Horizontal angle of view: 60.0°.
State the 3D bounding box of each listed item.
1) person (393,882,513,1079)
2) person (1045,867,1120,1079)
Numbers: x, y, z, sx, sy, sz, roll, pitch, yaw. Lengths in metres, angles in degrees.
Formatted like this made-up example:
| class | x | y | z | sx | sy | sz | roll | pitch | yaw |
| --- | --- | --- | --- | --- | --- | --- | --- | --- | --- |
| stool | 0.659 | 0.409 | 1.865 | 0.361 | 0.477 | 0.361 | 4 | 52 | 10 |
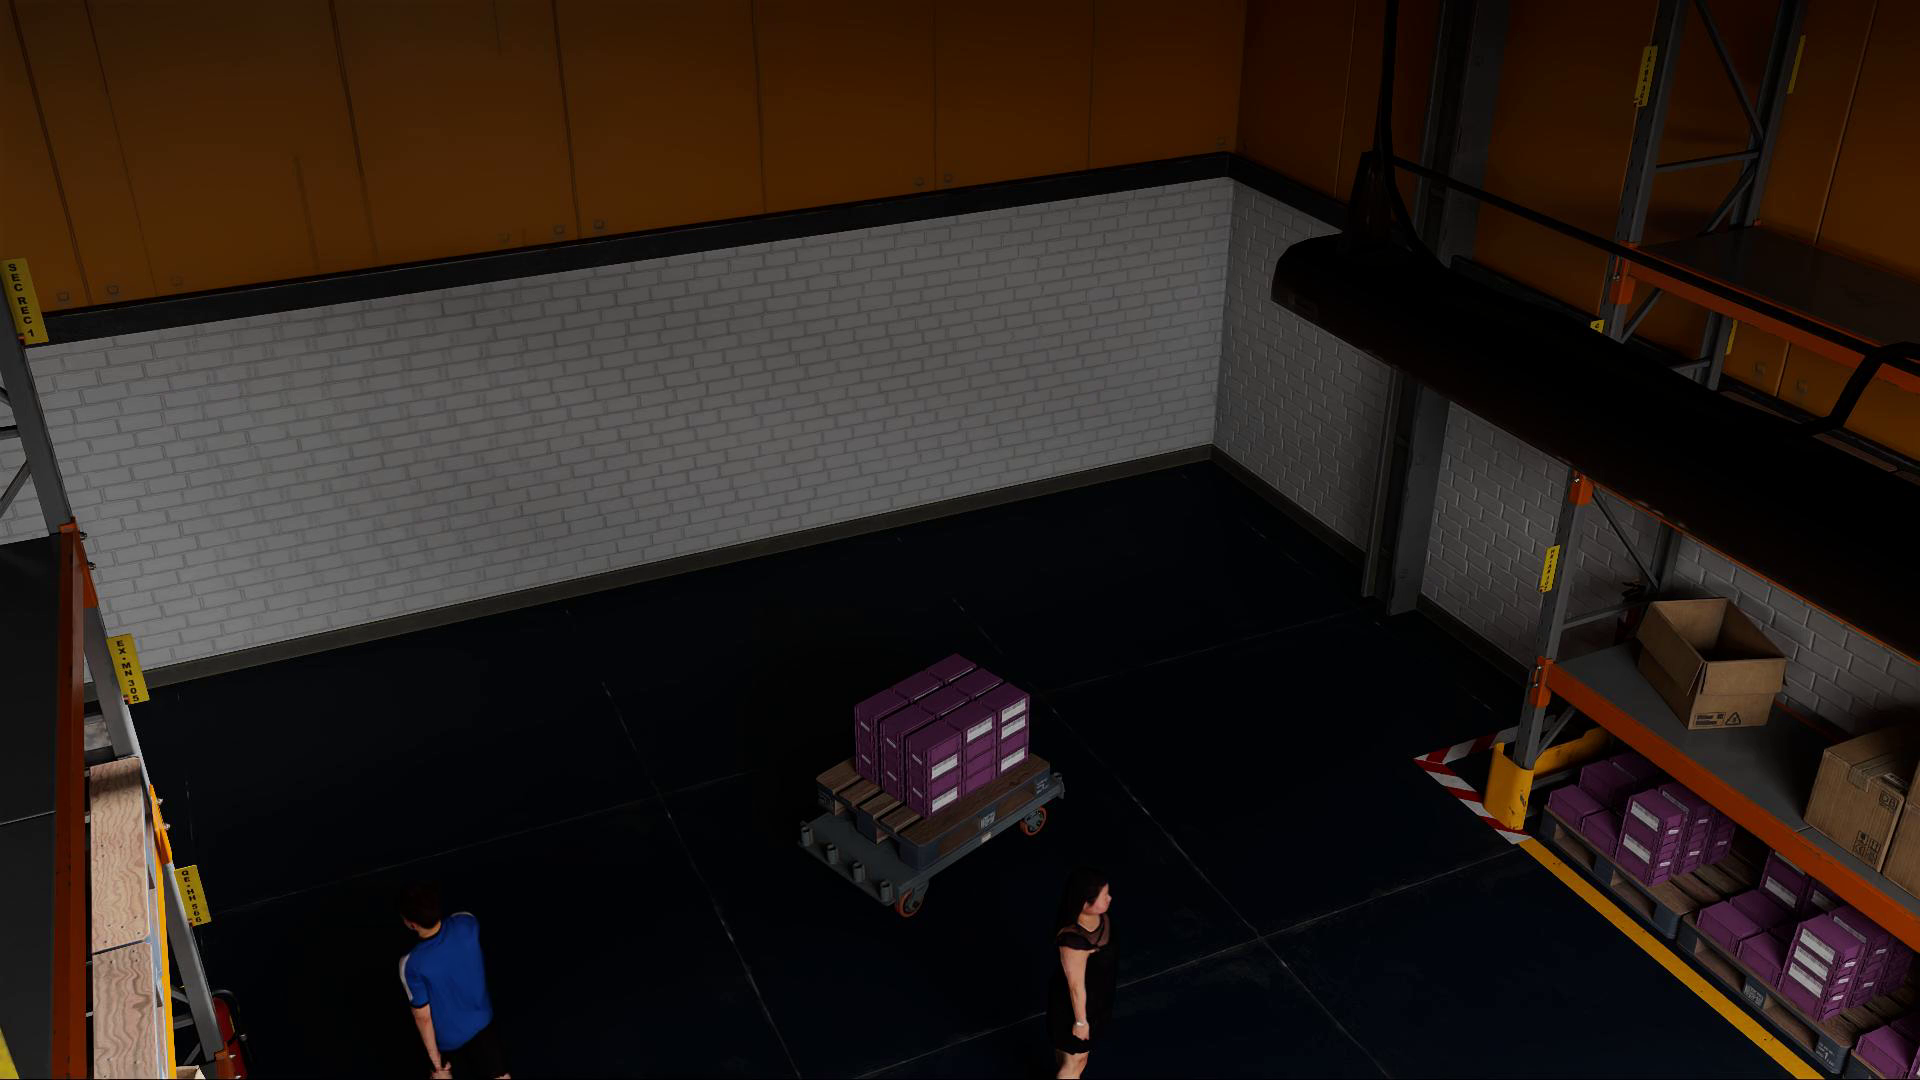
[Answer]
| class | x | y | z | sx | sy | sz | roll | pitch | yaw |
| --- | --- | --- | --- | --- | --- | --- | --- | --- | --- |
| person | -2.476 | 2.502 | 8.444 | 1.364 | 1.821 | 1.048 | 22 | 36 | 35 |
| person | 0.617 | 2.408 | 8.725 | 0.816 | 1.718 | 0.711 | 3 | 29 | 5 |
